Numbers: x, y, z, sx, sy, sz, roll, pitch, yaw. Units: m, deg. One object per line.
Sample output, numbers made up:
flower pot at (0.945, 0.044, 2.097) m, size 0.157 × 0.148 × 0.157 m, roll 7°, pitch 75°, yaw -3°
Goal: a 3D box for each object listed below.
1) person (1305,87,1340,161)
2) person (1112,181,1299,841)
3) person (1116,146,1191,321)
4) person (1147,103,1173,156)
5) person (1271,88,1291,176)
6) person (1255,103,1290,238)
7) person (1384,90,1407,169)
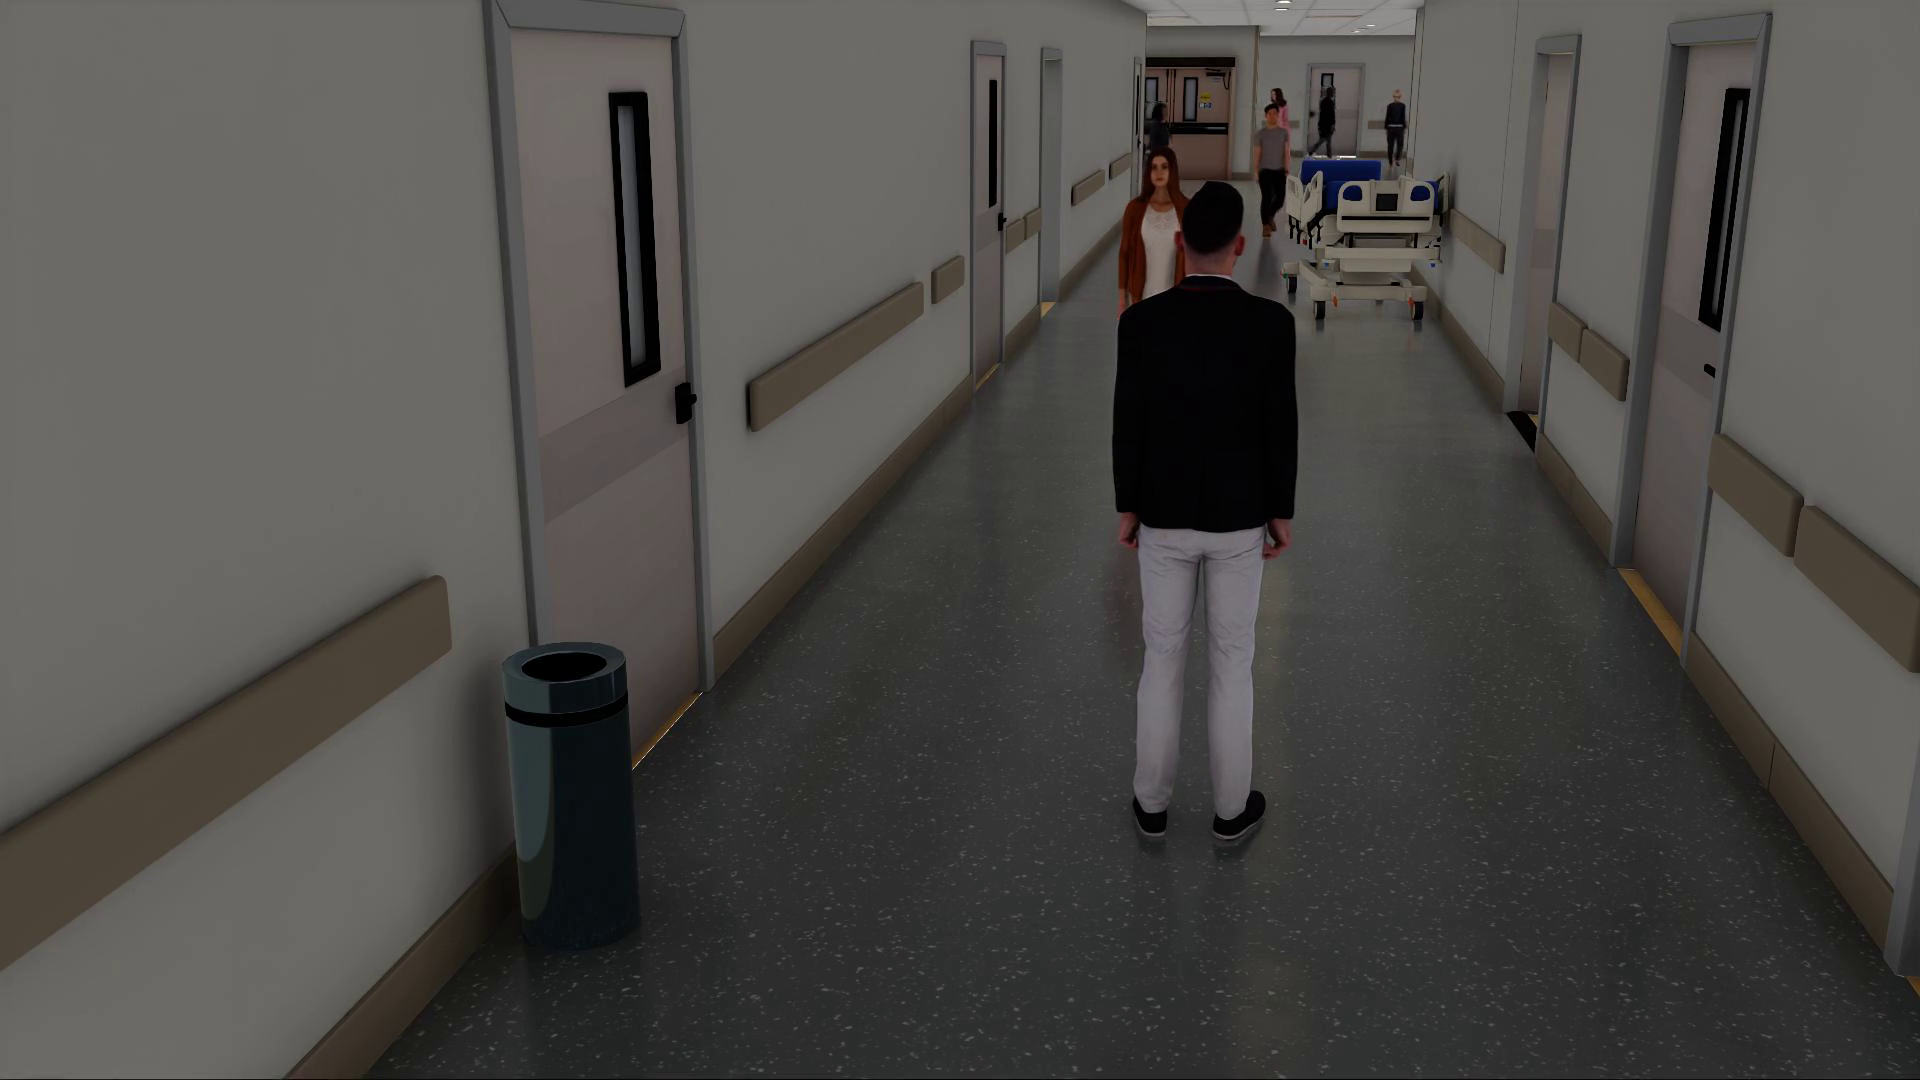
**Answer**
person at (8.496, -9.694, 39.010) m, size 1.264 × 1.720 × 1.025 m, roll -6°, pitch 17°, yaw -19°
person at (0.668, -0.060, 4.610) m, size 0.503 × 1.844 × 0.720 m, roll 4°, pitch 16°, yaw 13°
person at (1.138, -1.386, 9.545) m, size 0.523 × 1.719 × 0.701 m, roll 1°, pitch 16°, yaw 5°
person at (3.297, -6.623, 28.378) m, size 0.806 × 1.580 × 0.721 m, roll 2°, pitch 16°, yaw 8°
person at (6.506, -8.141, 33.479) m, size 1.170 × 1.733 × 1.017 m, roll 11°, pitch 19°, yaw 35°
person at (4.075, -4.833, 21.800) m, size 0.803 × 1.704 × 0.766 m, roll 0°, pitch 16°, yaw -2°
person at (9.869, -9.325, 37.707) m, size 0.573 × 1.718 × 0.742 m, roll 6°, pitch 17°, yaw 20°
